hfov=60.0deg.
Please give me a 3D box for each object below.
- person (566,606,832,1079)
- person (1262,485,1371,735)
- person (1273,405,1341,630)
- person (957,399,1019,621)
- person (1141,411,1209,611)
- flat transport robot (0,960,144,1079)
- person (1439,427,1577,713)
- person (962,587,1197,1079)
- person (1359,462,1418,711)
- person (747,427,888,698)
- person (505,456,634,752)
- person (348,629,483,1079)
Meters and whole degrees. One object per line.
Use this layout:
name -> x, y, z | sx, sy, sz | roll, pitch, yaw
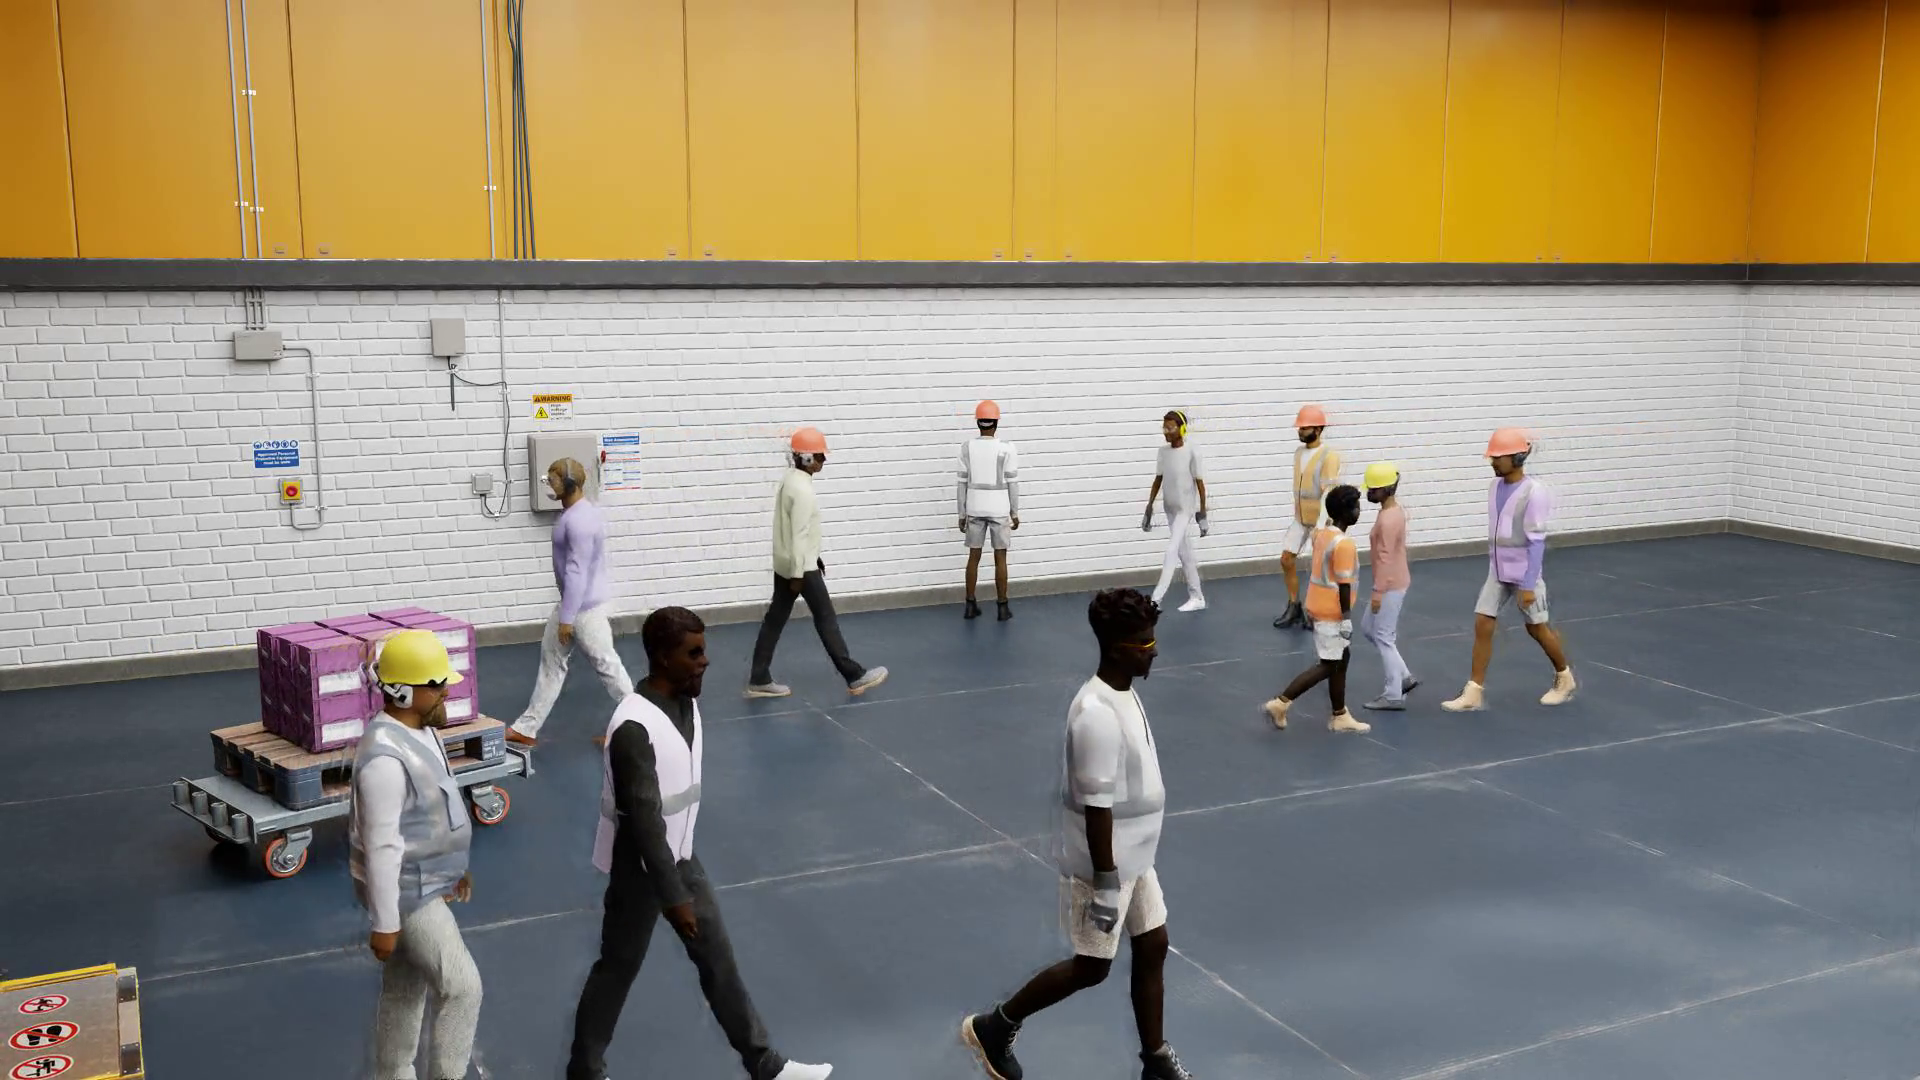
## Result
person -> -0.991, 1.164, 5.893 | 1.003, 1.867, 0.614 | 2, 9, 14
person -> 2.331, 0.466, 10.797 | 0.682, 1.674, 0.544 | 0, 9, 1
person -> 2.925, -0.174, 14.001 | 0.641, 1.916, 0.546 | -5, 11, -29
person -> 0.247, -0.261, 14.537 | 0.546, 1.930, 0.377 | 3, 10, 18
person -> 1.852, -0.225, 14.658 | 0.984, 1.815, 0.550 | -6, 11, -34
flat transport robot -> -3.420, 1.907, 6.211 | 0.652, 0.197, 1.431 | -5, 10, -27
person -> 3.877, 0.208, 11.478 | 1.055, 1.995, 0.630 | -3, 10, -21
person -> 0.485, 1.110, 6.015 | 0.890, 1.937, 0.610 | 2, 9, 14
person -> 2.927, 0.322, 11.483 | 0.386, 1.734, 0.576 | 3, 10, 20
person -> -1.058, 0.167, 11.840 | 1.026, 1.938, 0.633 | -3, 10, -20
person -> -2.470, 0.422, 10.427 | 1.003, 1.882, 0.651 | -3, 10, -20
person -> -1.830, 1.201, 5.847 | 0.612, 1.812, 0.598 | -2, 9, -12
